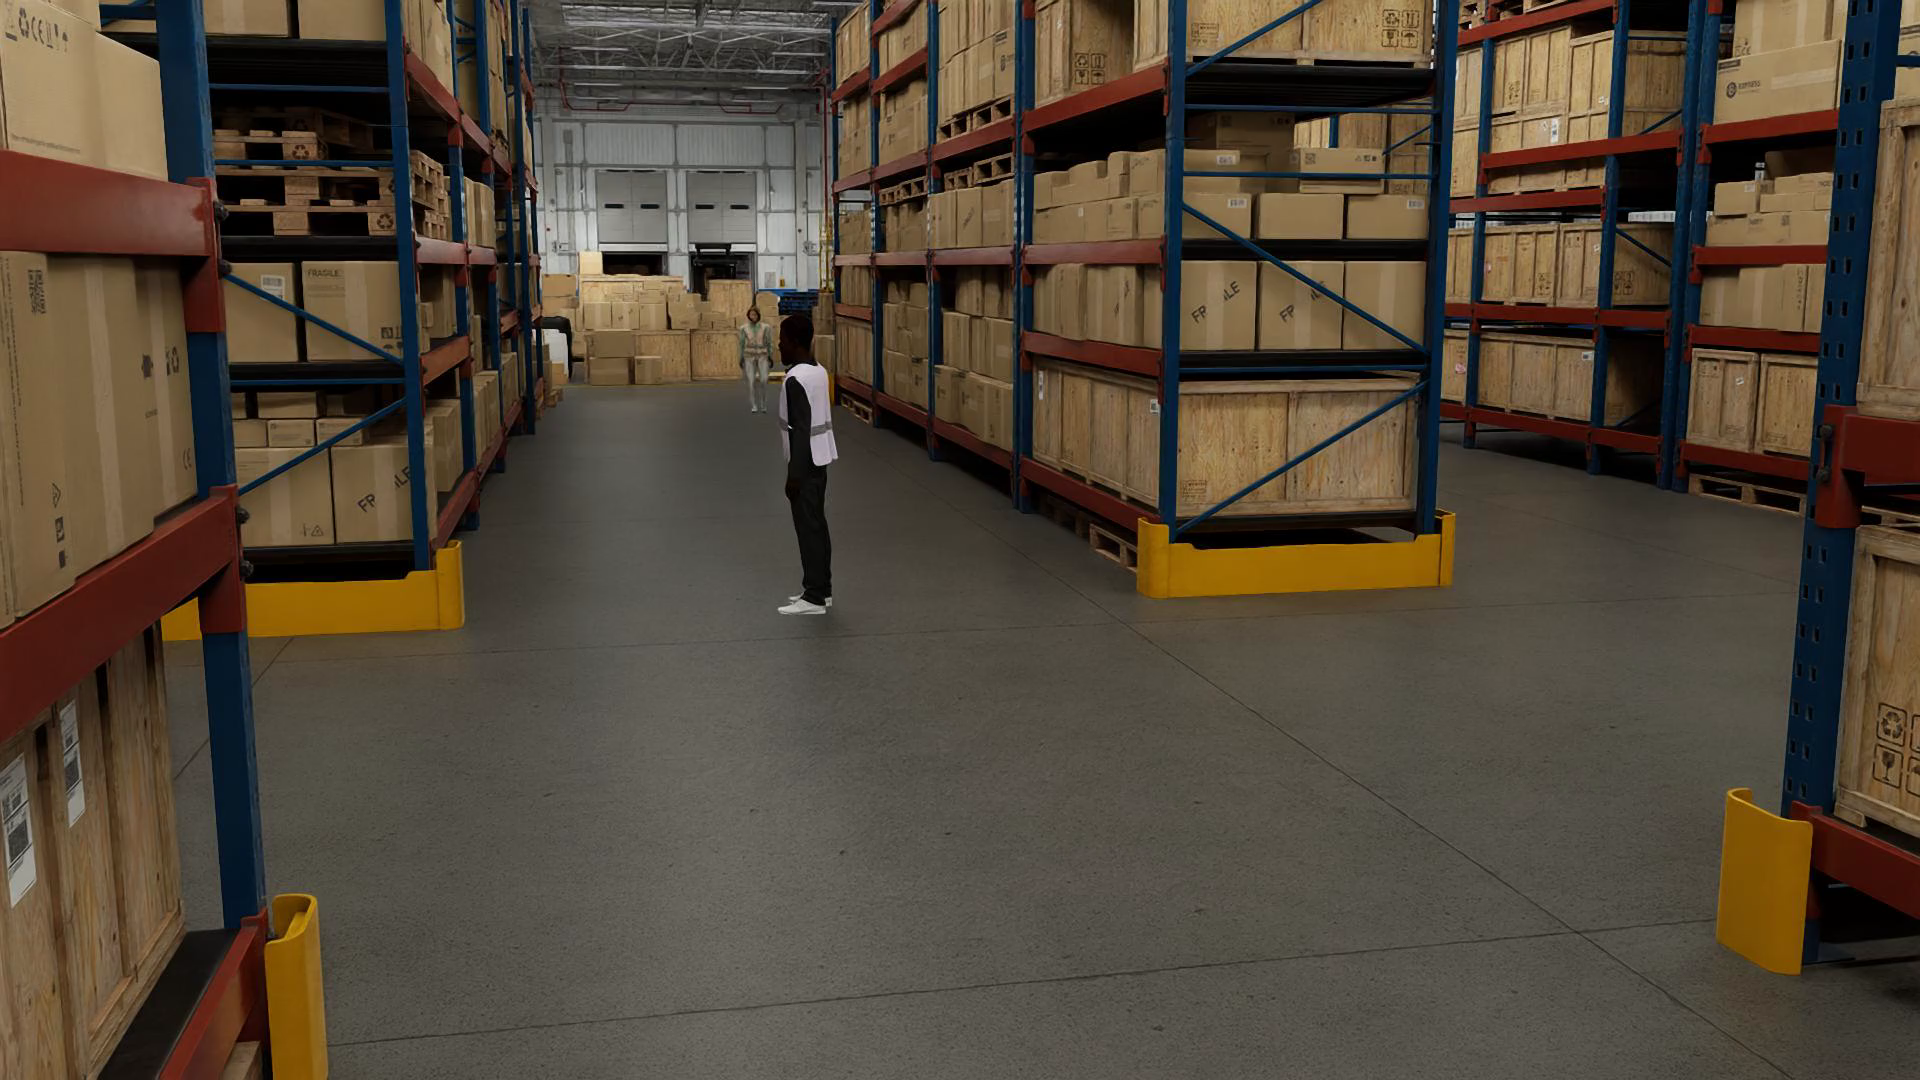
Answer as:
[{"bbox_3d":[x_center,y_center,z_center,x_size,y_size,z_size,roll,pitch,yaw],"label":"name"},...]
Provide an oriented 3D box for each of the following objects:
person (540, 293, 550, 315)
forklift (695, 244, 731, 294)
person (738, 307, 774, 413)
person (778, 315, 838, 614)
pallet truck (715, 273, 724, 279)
[{"bbox_3d":[-14.392,-8.087,57.993,0.523,1.611,0.781,-1,9,-8],"label":"person"},{"bbox_3d":[-6.419,-6.333,43.424,1.129,2.768,1.873,-2,10,-12],"label":"forklift"},{"bbox_3d":[-3.106,-2.722,25.269,0.543,1.611,0.672,-1,9,-5],"label":"person"},{"bbox_3d":[-0.979,-0.478,10.666,0.372,1.916,0.597,1,9,8],"label":"person"},{"bbox_3d":[-8.580,-8.986,62.280,1.885,1.965,0.823,1,9,5],"label":"pallet truck"}]
